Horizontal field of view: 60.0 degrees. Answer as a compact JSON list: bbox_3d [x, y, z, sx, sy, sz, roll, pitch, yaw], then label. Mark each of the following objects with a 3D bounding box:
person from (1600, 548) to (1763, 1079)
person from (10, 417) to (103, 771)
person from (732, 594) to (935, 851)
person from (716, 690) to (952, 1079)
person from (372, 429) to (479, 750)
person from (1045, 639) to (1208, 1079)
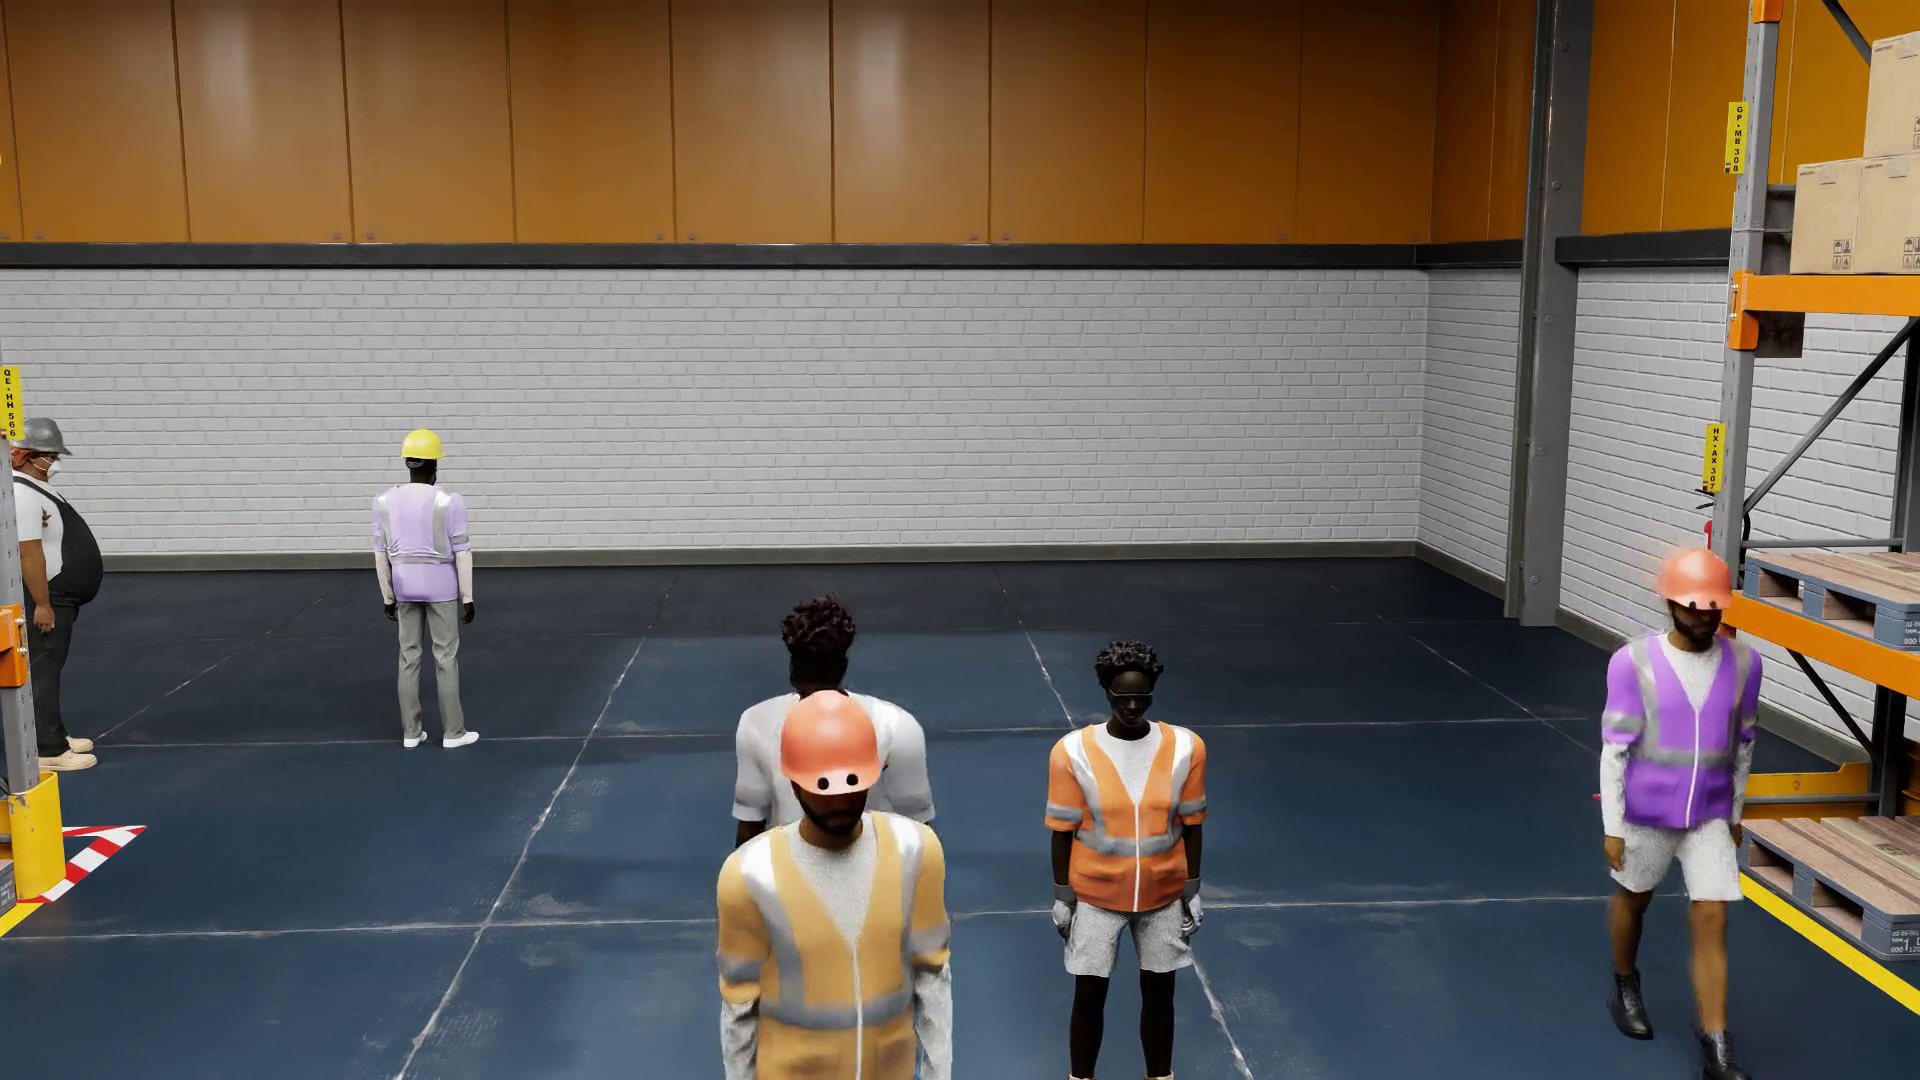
[{"bbox_3d":[2.547,0.967,5.866,0.568,1.882,0.988,1,9,5],"label":"person"},{"bbox_3d":[-5.242,0.295,9.606,0.537,2.000,0.680,-5,10,-28],"label":"person"},{"bbox_3d":[-0.387,1.093,5.027,0.619,1.896,0.999,4,10,23],"label":"person"},{"bbox_3d":[-0.322,1.253,4.010,0.546,1.912,0.788,-4,10,-23],"label":"person"},{"bbox_3d":[-3.177,0.302,9.918,0.588,1.927,0.370,1,9,6],"label":"person"},{"bbox_3d":[0.537,1.141,5.397,0.530,1.689,0.321,-1,9,-6],"label":"person"}]
